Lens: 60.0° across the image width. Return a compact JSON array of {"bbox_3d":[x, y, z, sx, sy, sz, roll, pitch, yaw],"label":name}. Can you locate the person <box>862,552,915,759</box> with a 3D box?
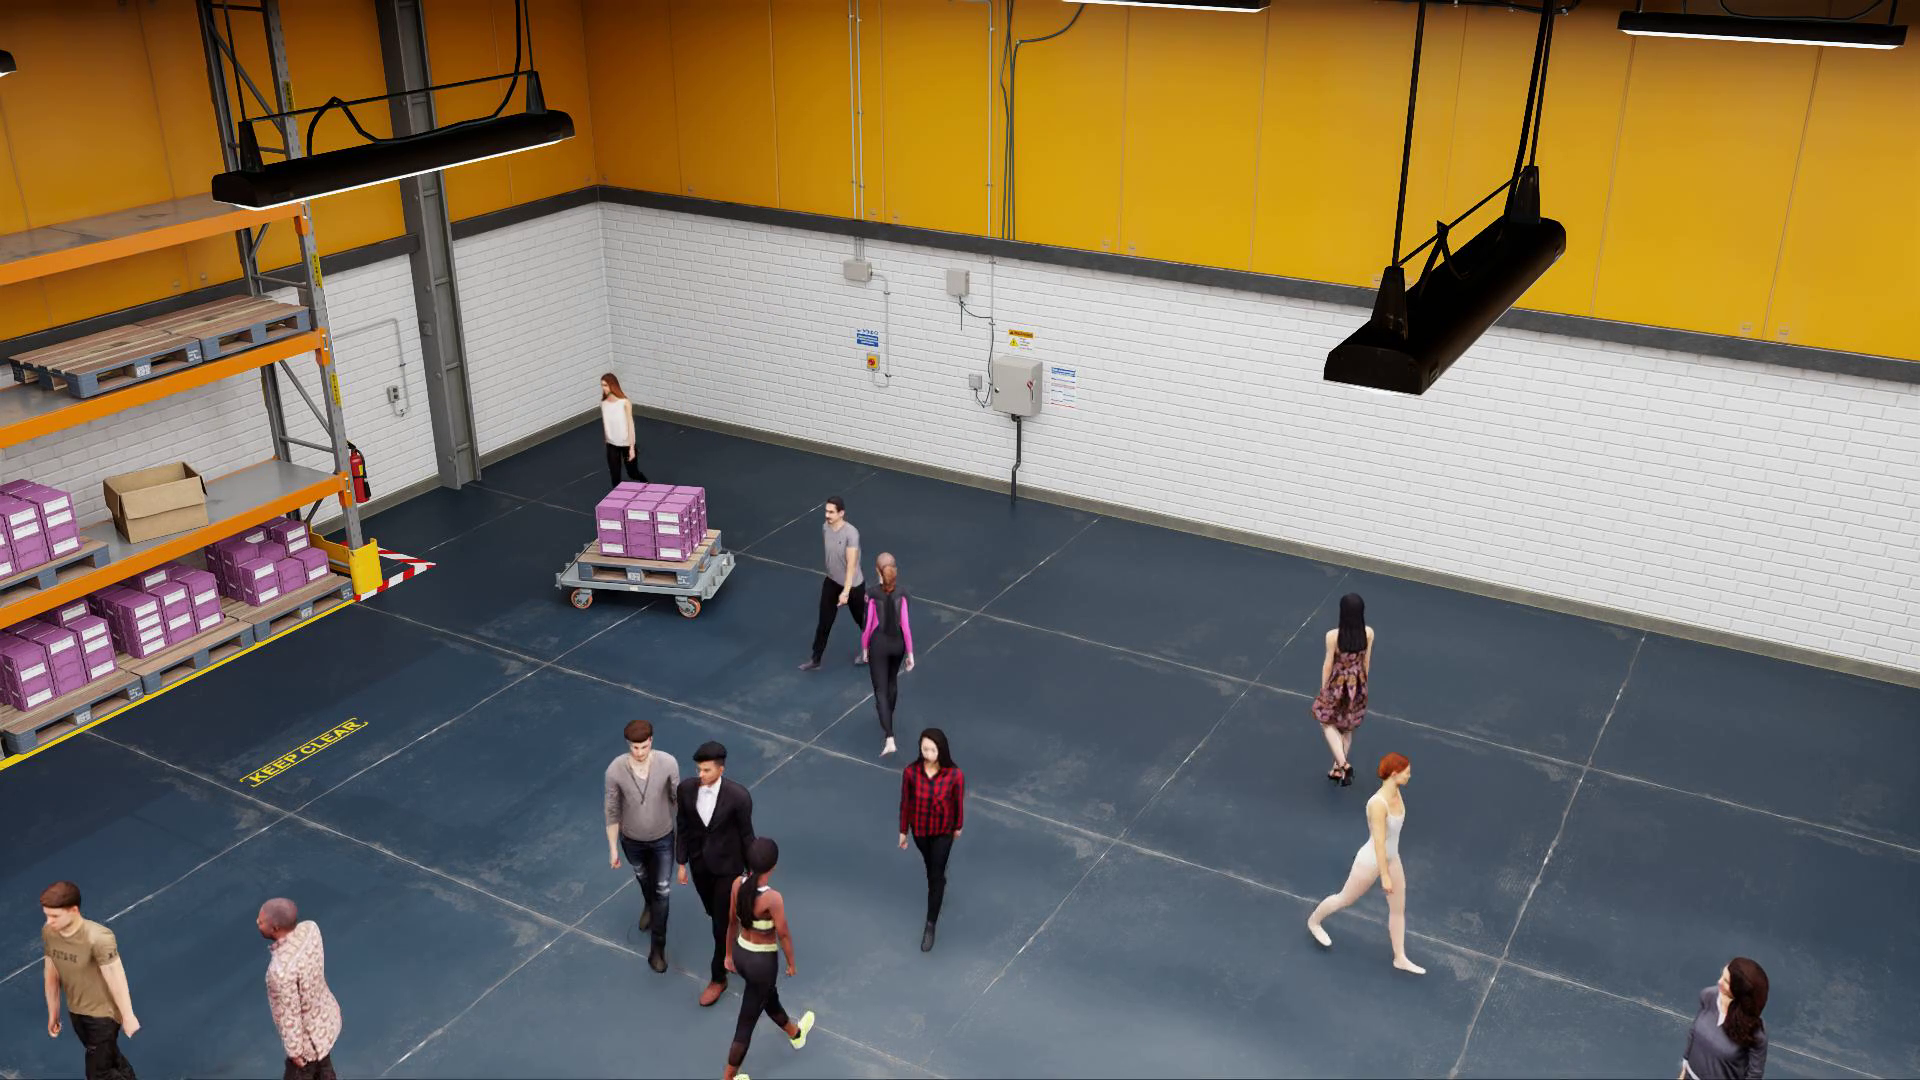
[{"bbox_3d":[-0.618,0.993,14.144,1.053,1.702,1.132,-7,24,-15],"label":"person"}]

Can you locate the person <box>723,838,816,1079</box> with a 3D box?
[{"bbox_3d":[-1.318,2.701,10.244,0.696,1.697,1.140,17,29,33],"label":"person"}]

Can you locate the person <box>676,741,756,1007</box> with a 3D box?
[{"bbox_3d":[-1.617,2.150,11.302,0.832,1.859,1.205,8,25,18],"label":"person"}]

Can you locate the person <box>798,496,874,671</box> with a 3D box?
[{"bbox_3d":[-1.010,0.381,15.528,0.702,1.715,1.101,15,28,31],"label":"person"}]

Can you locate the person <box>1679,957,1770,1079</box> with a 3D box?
[{"bbox_3d":[4.248,3.060,9.332,0.697,1.770,0.684,-11,26,-24],"label":"person"}]

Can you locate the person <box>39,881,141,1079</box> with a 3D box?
[{"bbox_3d":[-5.079,2.757,9.938,0.670,1.839,0.638,11,26,23],"label":"person"}]

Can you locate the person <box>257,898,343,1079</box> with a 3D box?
[{"bbox_3d":[-3.741,2.863,9.760,0.980,1.788,0.963,1,24,2],"label":"person"}]

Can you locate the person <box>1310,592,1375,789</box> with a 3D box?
[{"bbox_3d":[3.130,1.276,13.421,0.905,1.763,0.978,-4,24,-10],"label":"person"}]

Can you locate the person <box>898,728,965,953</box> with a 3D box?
[{"bbox_3d":[-0.192,2.021,11.907,0.849,1.610,1.159,5,24,10],"label":"person"}]

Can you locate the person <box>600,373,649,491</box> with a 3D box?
[{"bbox_3d":[-3.821,-1.094,18.929,0.759,1.694,1.057,6,24,13],"label":"person"}]

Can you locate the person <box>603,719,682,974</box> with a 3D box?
[{"bbox_3d":[-2.175,2.010,11.623,1.144,1.859,1.282,-2,24,-4],"label":"person"}]

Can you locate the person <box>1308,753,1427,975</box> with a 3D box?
[{"bbox_3d":[2.790,2.210,11.496,0.794,1.594,1.082,20,31,38],"label":"person"}]
